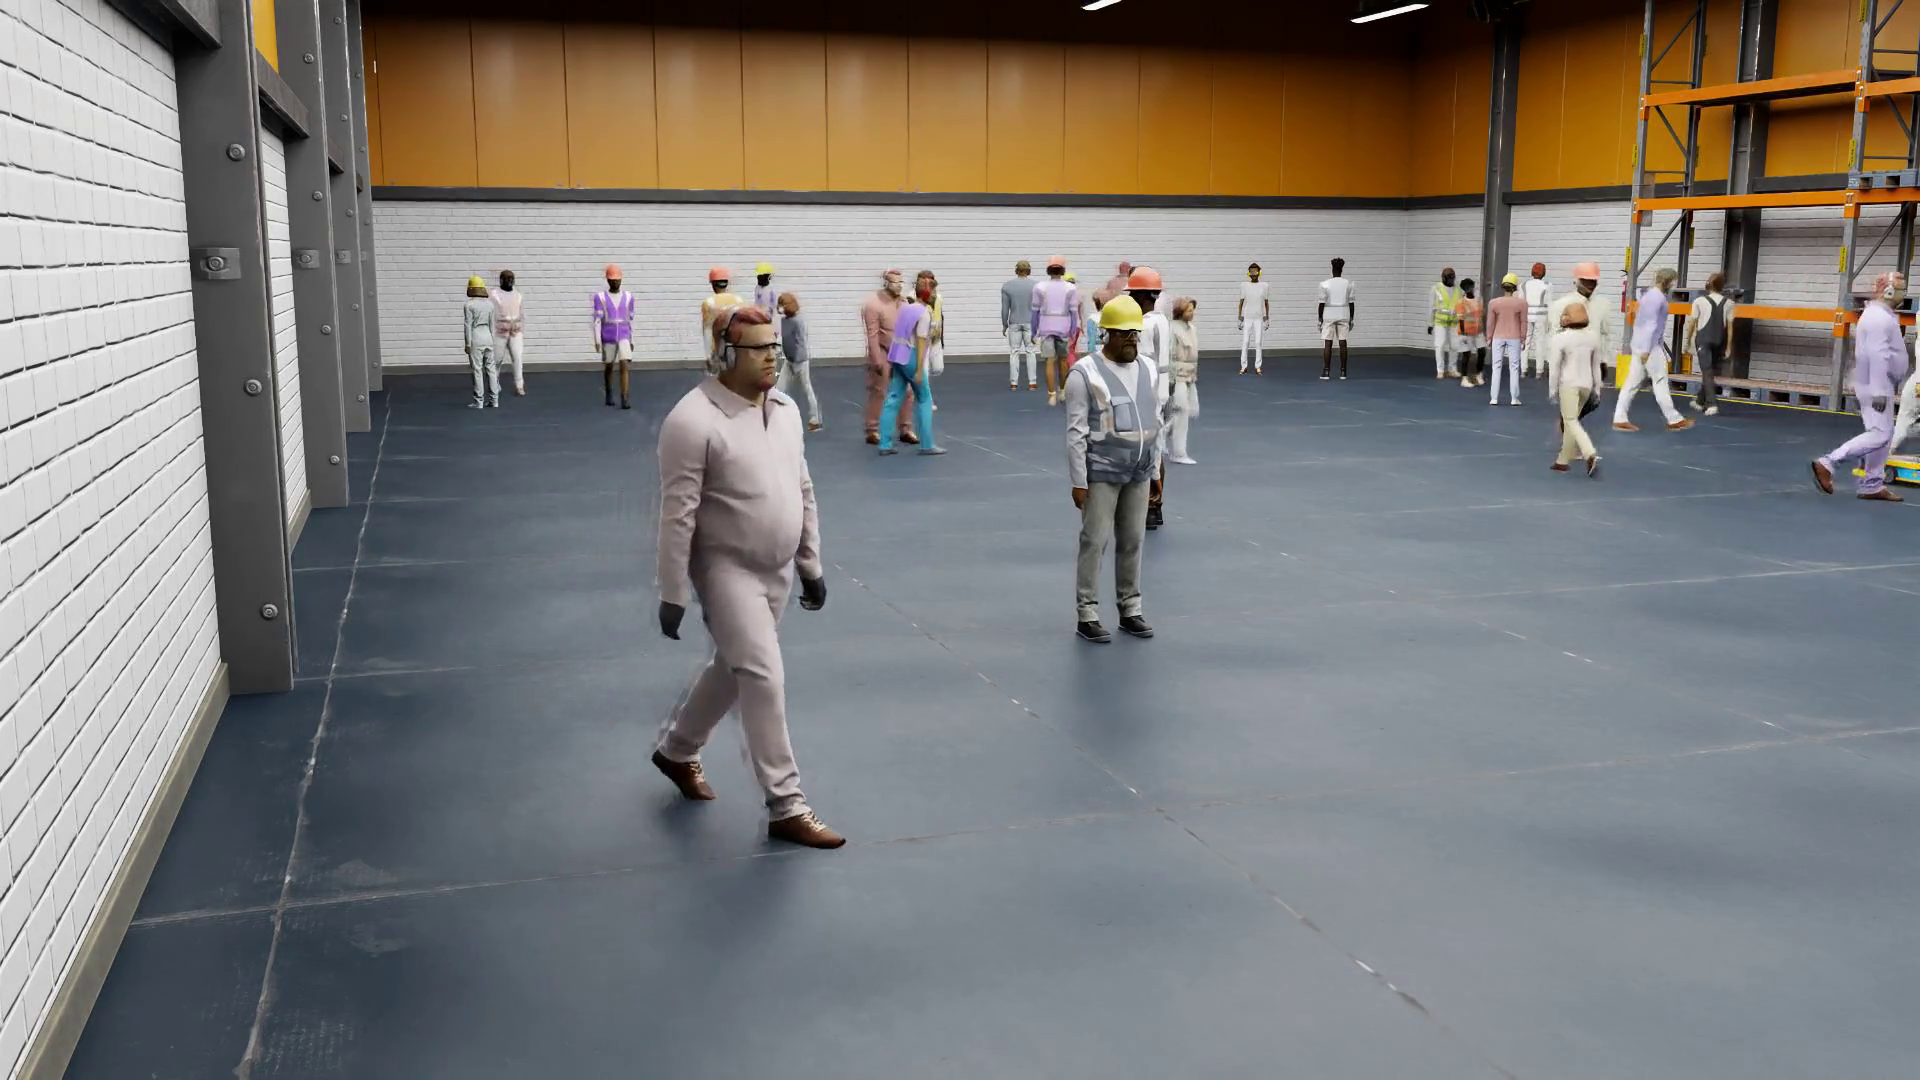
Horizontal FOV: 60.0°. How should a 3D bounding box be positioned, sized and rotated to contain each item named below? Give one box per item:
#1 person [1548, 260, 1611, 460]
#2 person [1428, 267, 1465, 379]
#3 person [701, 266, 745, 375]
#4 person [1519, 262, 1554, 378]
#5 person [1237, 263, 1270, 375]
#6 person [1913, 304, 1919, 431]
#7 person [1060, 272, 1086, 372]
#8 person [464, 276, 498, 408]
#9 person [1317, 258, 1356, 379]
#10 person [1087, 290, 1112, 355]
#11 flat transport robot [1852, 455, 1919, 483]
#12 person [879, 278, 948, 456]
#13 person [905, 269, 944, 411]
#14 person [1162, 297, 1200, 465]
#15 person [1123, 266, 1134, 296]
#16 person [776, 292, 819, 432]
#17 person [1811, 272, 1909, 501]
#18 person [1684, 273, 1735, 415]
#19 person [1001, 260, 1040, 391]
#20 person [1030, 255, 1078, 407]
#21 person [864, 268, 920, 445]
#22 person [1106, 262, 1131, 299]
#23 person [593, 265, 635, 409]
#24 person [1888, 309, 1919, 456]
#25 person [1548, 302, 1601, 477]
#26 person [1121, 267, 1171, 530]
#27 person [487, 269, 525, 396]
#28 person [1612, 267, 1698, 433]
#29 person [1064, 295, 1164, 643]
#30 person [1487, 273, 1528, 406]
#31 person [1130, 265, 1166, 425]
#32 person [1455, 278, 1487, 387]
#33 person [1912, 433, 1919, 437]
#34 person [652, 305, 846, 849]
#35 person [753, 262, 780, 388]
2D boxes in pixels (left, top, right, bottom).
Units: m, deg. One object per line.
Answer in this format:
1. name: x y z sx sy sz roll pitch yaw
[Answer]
1. person: 6.135 -1.797 16.575 0.635 1.971 0.612 -2 10 -9
2. person: 7.913 -3.519 27.058 0.657 1.814 0.459 -1 10 -6
3. person: -2.732 -2.231 19.345 0.556 1.896 0.940 -4 11 -24
4. person: 9.403 -3.584 27.180 0.585 1.882 0.337 8 13 39
5. person: 4.936 -3.711 27.965 0.534 1.869 0.311 2 10 11
6. person: 11.262 -2.262 19.079 0.681 2.000 0.535 0 10 0
7. person: 1.664 -3.312 26.014 0.517 1.735 0.726 -5 11 -26
8. person: -6.347 -2.606 21.962 0.330 1.734 0.480 6 11 31
9. person: 6.077 -3.574 26.893 0.606 1.966 0.367 0 10 1
10. person: 1.592 -2.015 18.869 0.509 1.617 0.615 -6 11 -30
11. flat transport robot: 8.581 -0.578 14.446 0.652 0.197 1.431 -3 10 -16
12. person: -0.501 -1.725 16.756 0.687 1.795 0.571 -6 11 -29
13. person: -0.480 -2.591 21.595 0.510 1.829 0.652 10 14 44
14. person: 2.107 -1.548 16.145 0.458 1.622 0.530 6 12 33
15. person: 2.662 -3.443 26.544 0.734 1.836 0.529 0 10 2
16. person: -1.945 -1.992 18.797 0.875 1.581 0.521 -7 12 -34
17. person: 7.460 -1.250 13.657 0.606 1.887 0.659 6 11 30
18. person: 9.538 -2.485 21.141 0.510 1.792 1.017 0 10 1
19. person: 0.925 -3.180 24.692 0.630 1.938 0.369 1 10 7
20. person: 1.251 -2.802 22.319 0.616 2.002 0.968 -1 10 -4
21. person: -0.703 -1.925 17.610 0.755 1.874 0.715 9 13 41
22. person: 2.949 -3.941 29.281 0.775 1.881 0.667 -8 13 -40
23. person: -4.588 -2.696 22.050 0.559 1.894 0.985 -4 11 -21
24. person: 8.784 -1.504 15.125 0.653 1.884 0.993 -4 11 -24
25. person: 5.687 -1.382 15.270 0.508 1.602 0.781 -3 10 -15
26. person: 1.355 -1.039 12.297 0.360 1.939 0.543 4 11 21
27. person: -6.580 -3.003 24.052 0.623 1.812 0.852 -6 12 -33
28. person: 7.960 -2.153 18.939 0.980 1.868 0.686 2 10 13
29. person: 0.826 -0.368 8.758 0.586 1.824 0.404 -6 12 -31
30. person: 7.319 -2.676 22.269 0.525 1.769 0.327 4 11 24
31. person: 2.116 -2.190 19.083 0.493 1.894 0.610 9 13 41
32. person: 7.755 -3.131 25.230 0.604 1.657 0.386 -3 10 -19
33. person: 10.873 -2.067 18.433 0.514 1.876 0.328 -8 12 -37
34. person: -0.806 0.102 5.906 0.954 1.873 0.669 6 11 31
35. person: -2.941 -3.230 25.060 0.420 1.908 0.607 -8 13 -39
